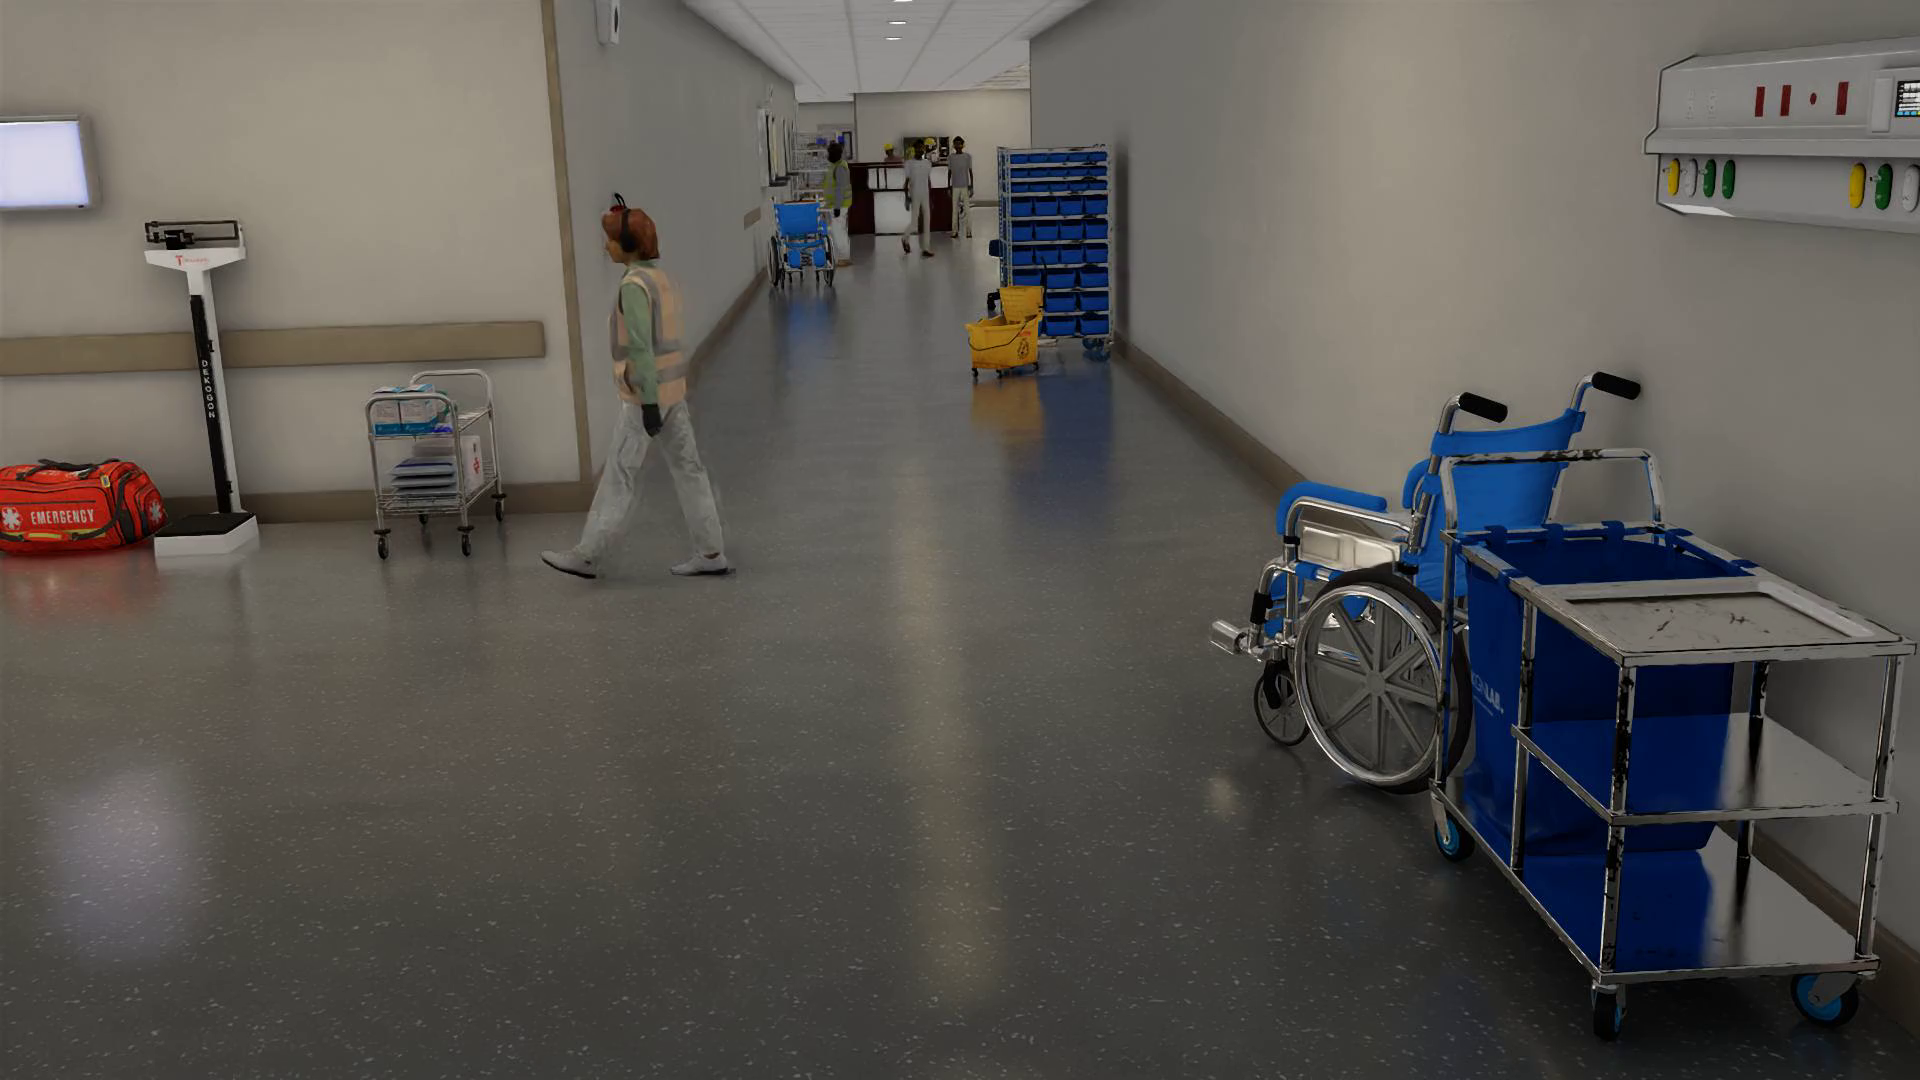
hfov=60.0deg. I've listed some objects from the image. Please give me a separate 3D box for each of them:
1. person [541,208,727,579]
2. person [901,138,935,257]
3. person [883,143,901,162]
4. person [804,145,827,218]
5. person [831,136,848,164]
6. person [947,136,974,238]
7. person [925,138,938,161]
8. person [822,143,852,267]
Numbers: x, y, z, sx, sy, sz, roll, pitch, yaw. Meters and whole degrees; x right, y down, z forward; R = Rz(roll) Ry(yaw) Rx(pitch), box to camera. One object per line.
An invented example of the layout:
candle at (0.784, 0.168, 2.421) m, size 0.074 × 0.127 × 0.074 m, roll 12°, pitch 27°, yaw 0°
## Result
person at (-1.426, -0.609, 7.162) m, size 0.830 × 1.593 × 0.546 m, roll -1°, pitch 14°, yaw 5°
person at (-0.680, -5.425, 26.376) m, size 0.523 × 1.848 × 0.765 m, roll -10°, pitch 16°, yaw -30°
person at (-1.503, -8.320, 38.616) m, size 0.671 × 1.727 × 0.398 m, roll 8°, pitch 17°, yaw 35°
person at (-3.485, -8.688, 40.328) m, size 0.563 × 1.742 × 0.360 m, roll -3°, pitch 14°, yaw -6°
person at (-3.148, -9.657, 43.842) m, size 0.391 × 1.947 × 0.602 m, roll -15°, pitch 19°, yaw -43°
person at (0.009, -6.514, 30.749) m, size 0.505 × 1.861 × 0.330 m, roll 2°, pitch 14°, yaw 13°
person at (-0.682, -8.553, 39.250) m, size 0.404 × 1.830 × 0.601 m, roll -3°, pitch 14°, yaw -7°
person at (-1.827, -4.970, 24.728) m, size 0.431 × 1.813 × 0.759 m, roll -4°, pitch 14°, yaw -9°
